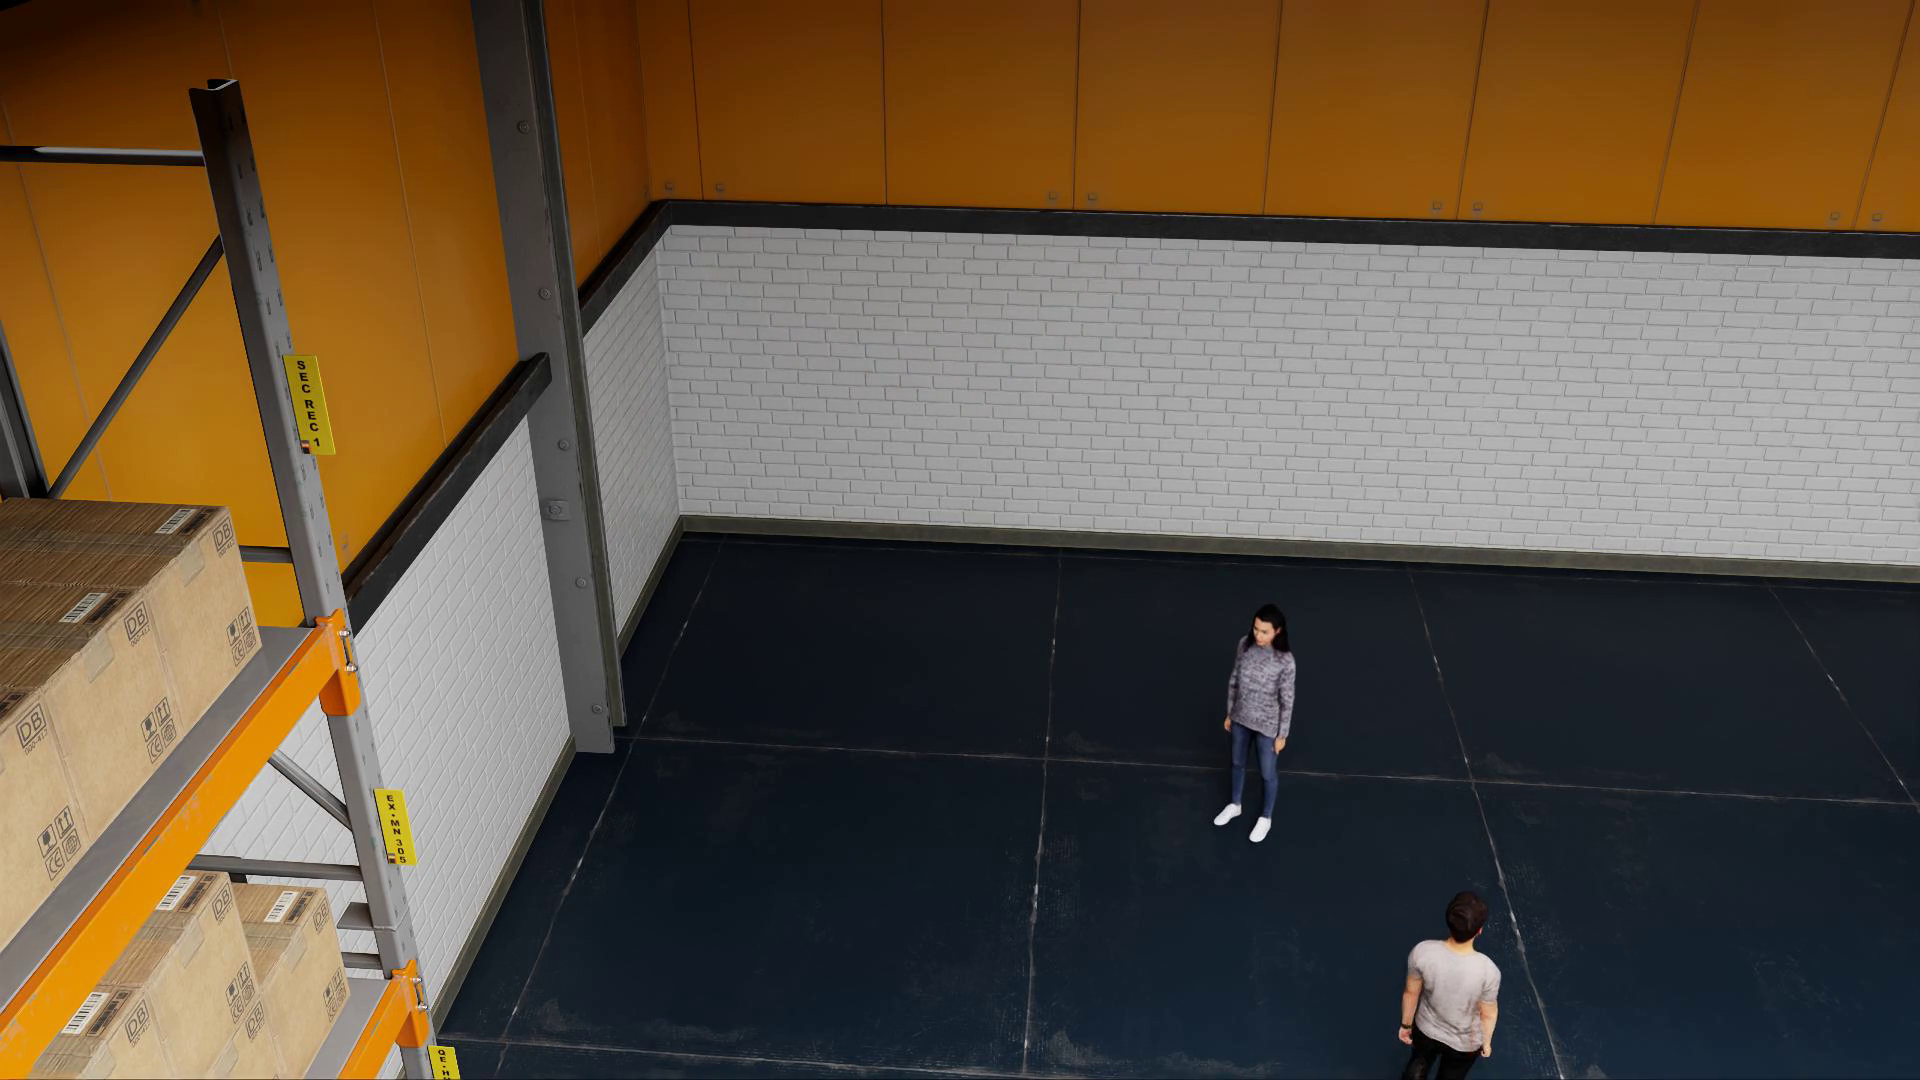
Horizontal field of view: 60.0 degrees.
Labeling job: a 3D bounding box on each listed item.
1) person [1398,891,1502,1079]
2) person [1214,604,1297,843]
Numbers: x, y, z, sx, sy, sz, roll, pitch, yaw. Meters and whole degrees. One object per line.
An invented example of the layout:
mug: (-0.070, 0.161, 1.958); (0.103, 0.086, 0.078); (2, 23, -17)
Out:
person: (2.431, 2.514, 8.405); (0.764, 1.711, 0.829); (19, 34, 31)
person: (1.953, 1.163, 10.859); (0.695, 1.734, 0.726); (23, 36, 36)
